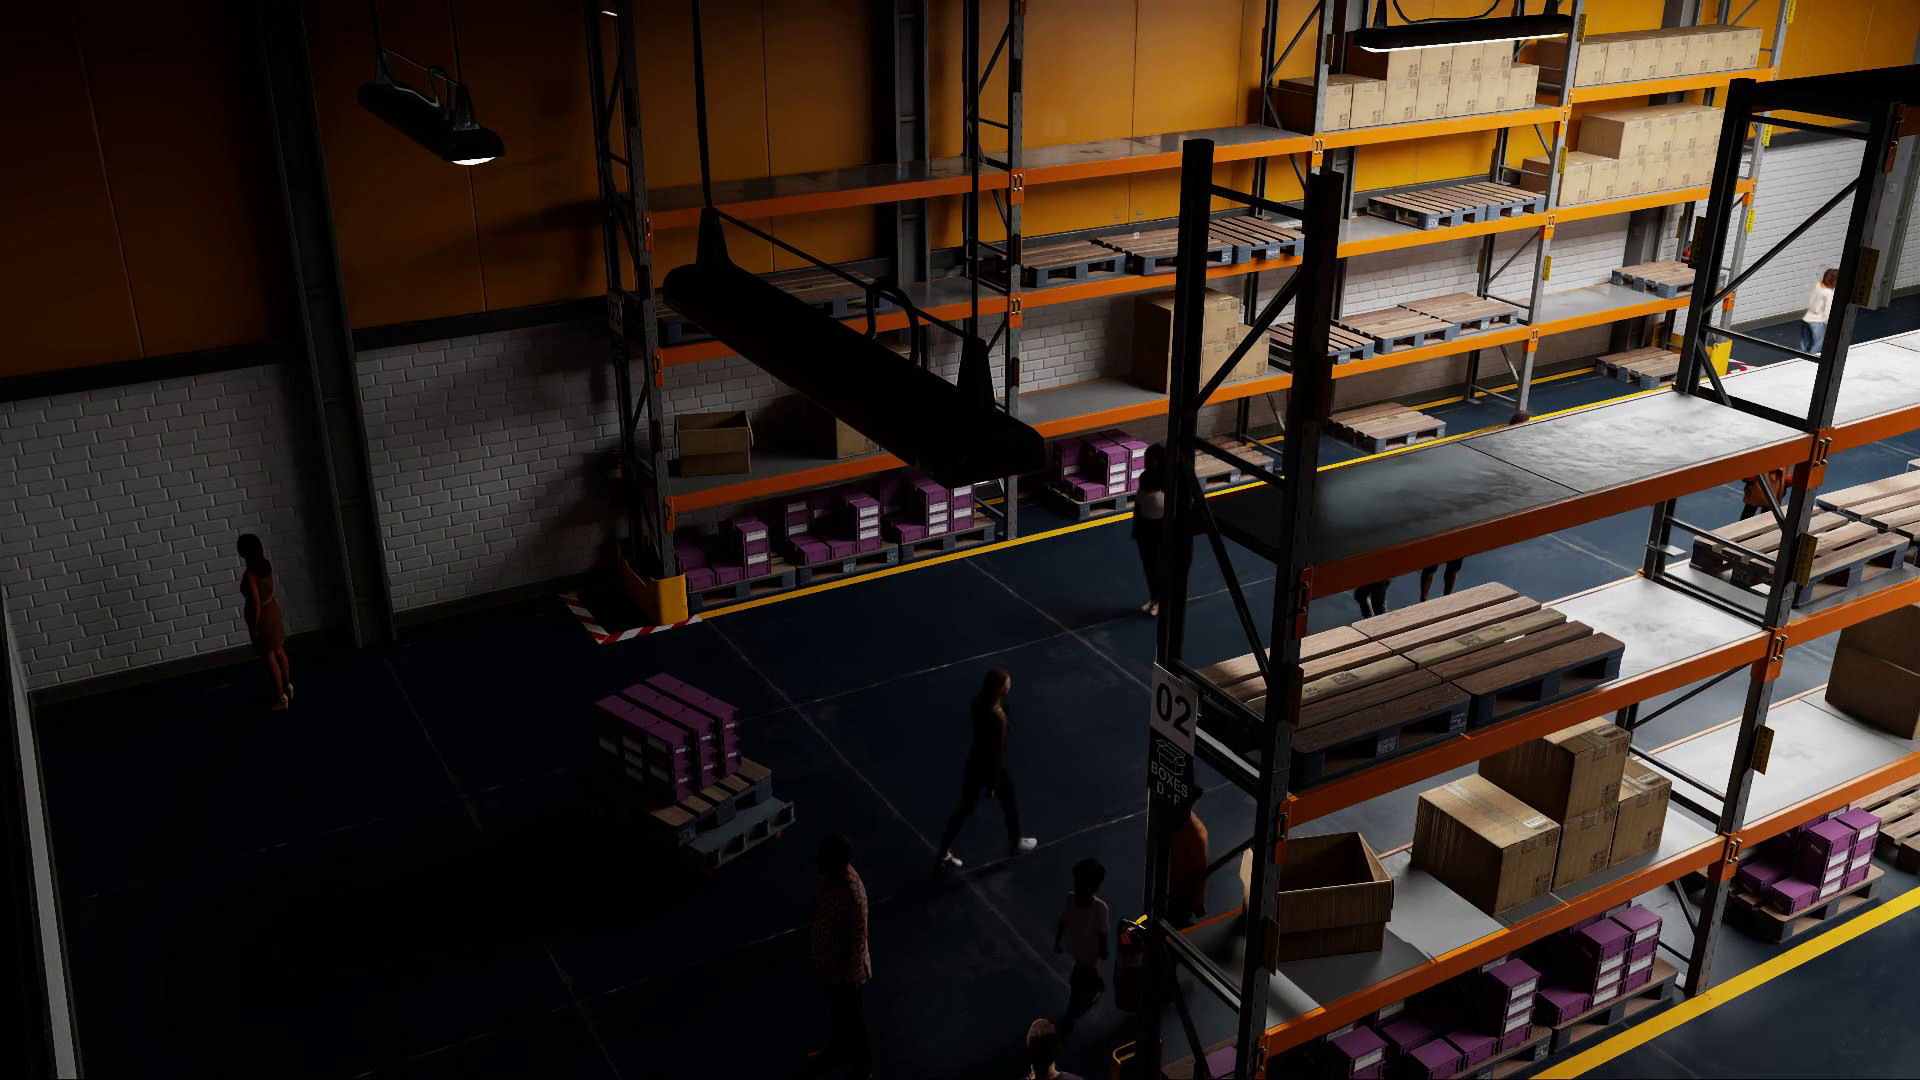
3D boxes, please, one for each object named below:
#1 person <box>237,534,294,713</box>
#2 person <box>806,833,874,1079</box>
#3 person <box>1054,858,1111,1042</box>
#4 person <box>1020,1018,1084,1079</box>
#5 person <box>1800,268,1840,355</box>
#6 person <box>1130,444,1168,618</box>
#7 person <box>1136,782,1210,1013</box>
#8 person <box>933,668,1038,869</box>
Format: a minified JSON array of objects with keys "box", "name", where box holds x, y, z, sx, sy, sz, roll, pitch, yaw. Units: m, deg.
[{"box":[-6.186,0.722,14.781,0.645,1.689,0.645,-2,24,-4],"name":"person"},{"box":[-0.727,2.595,10.347,0.595,1.808,0.702,-11,26,-23],"name":"person"},{"box":[0.848,2.627,10.997,0.708,1.227,0.939,17,29,34],"name":"person"},{"box":[0.450,3.363,8.599,1.204,1.800,1.009,-3,24,-8],"name":"person"},{"box":[12.060,-3.071,23.502,0.745,1.653,0.763,-6,24,-13],"name":"person"},{"box":[2.008,-0.114,16.554,0.669,1.799,0.704,-17,29,-34],"name":"person"},{"box":[1.488,2.312,11.085,1.012,1.736,0.669,-12,26,-26],"name":"person"},{"box":[0.114,1.753,12.453,1.105,1.664,0.655,-15,28,-31],"name":"person"}]
